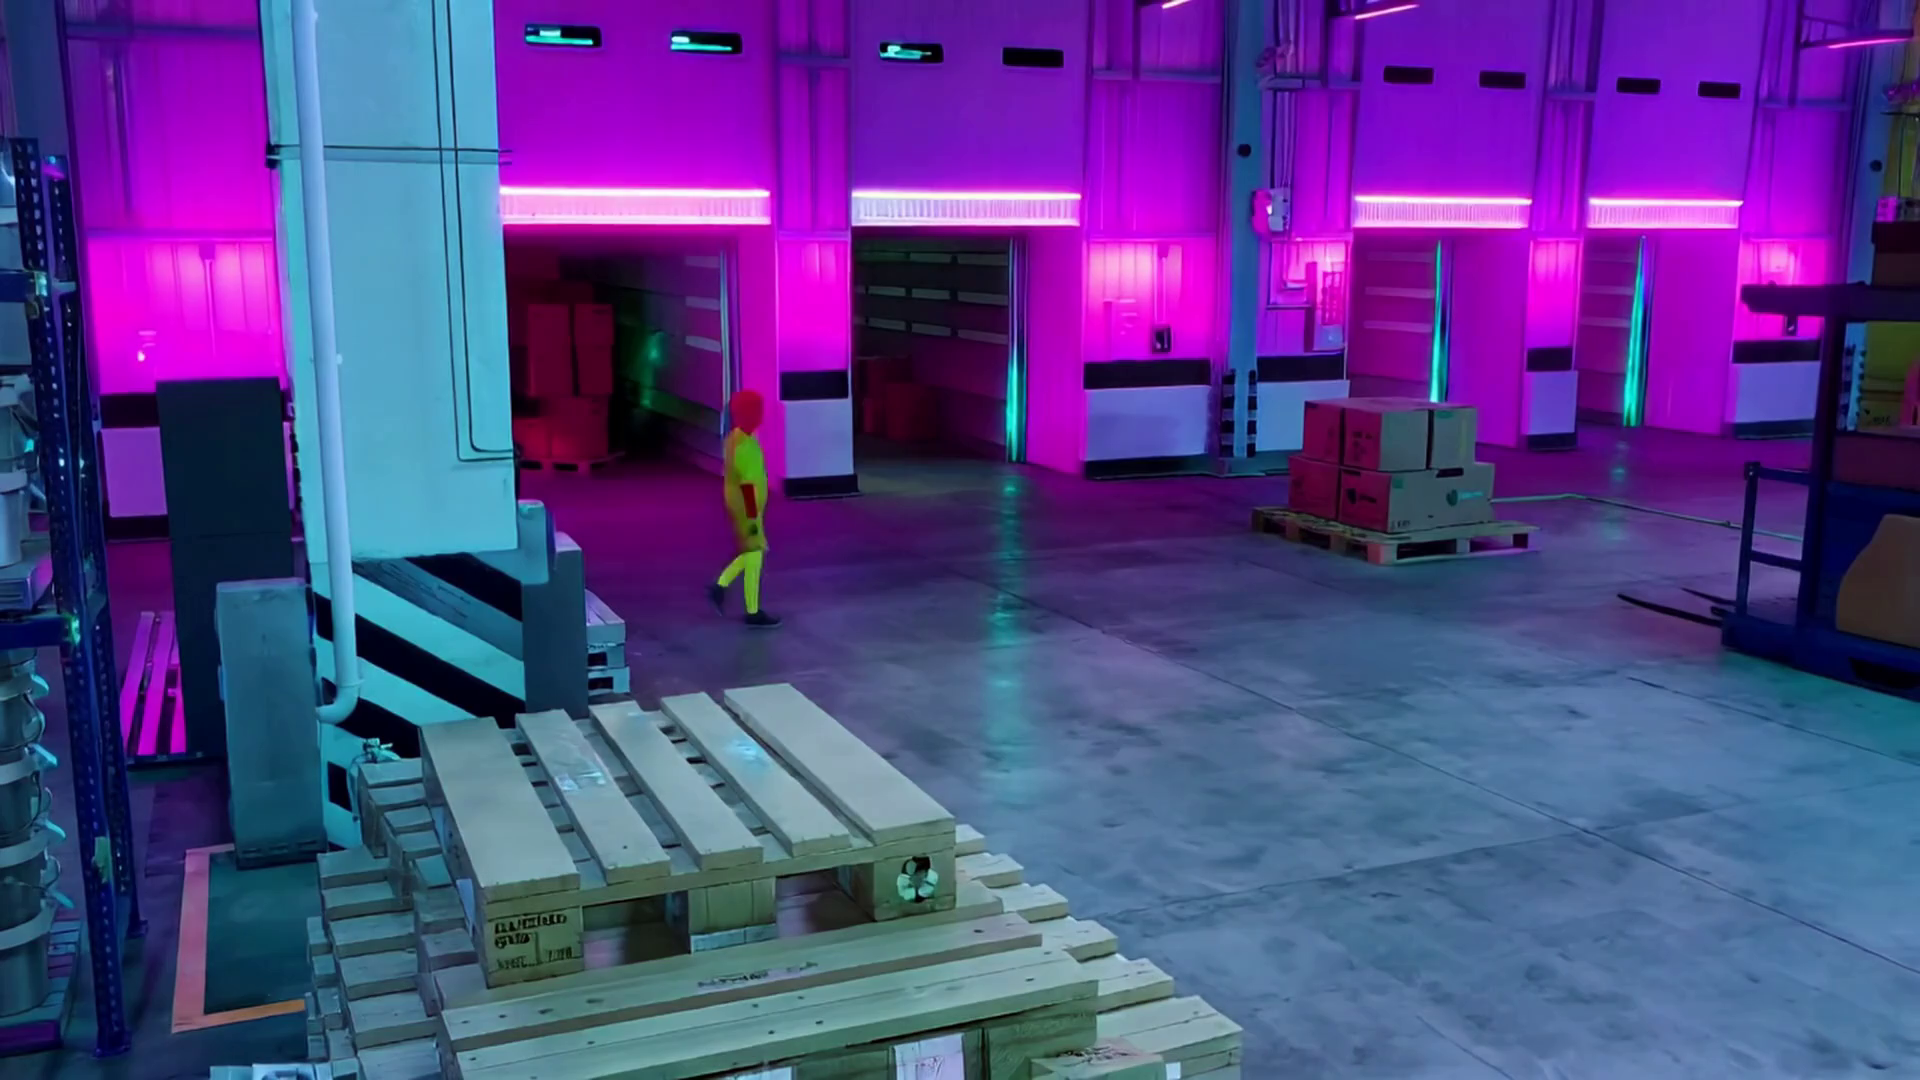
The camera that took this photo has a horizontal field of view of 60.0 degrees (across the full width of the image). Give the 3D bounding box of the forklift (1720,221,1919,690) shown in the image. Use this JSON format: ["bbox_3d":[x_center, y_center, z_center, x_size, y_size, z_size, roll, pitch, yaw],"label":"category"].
[{"bbox_3d":[5.949,-0.550,10.218,1.129,2.768,1.873,-4,11,-23],"label":"forklift"}]

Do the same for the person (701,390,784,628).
[{"bbox_3d":[-1.513,-0.204,11.587,0.472,1.684,0.551,-3,11,-14],"label":"person"}]
